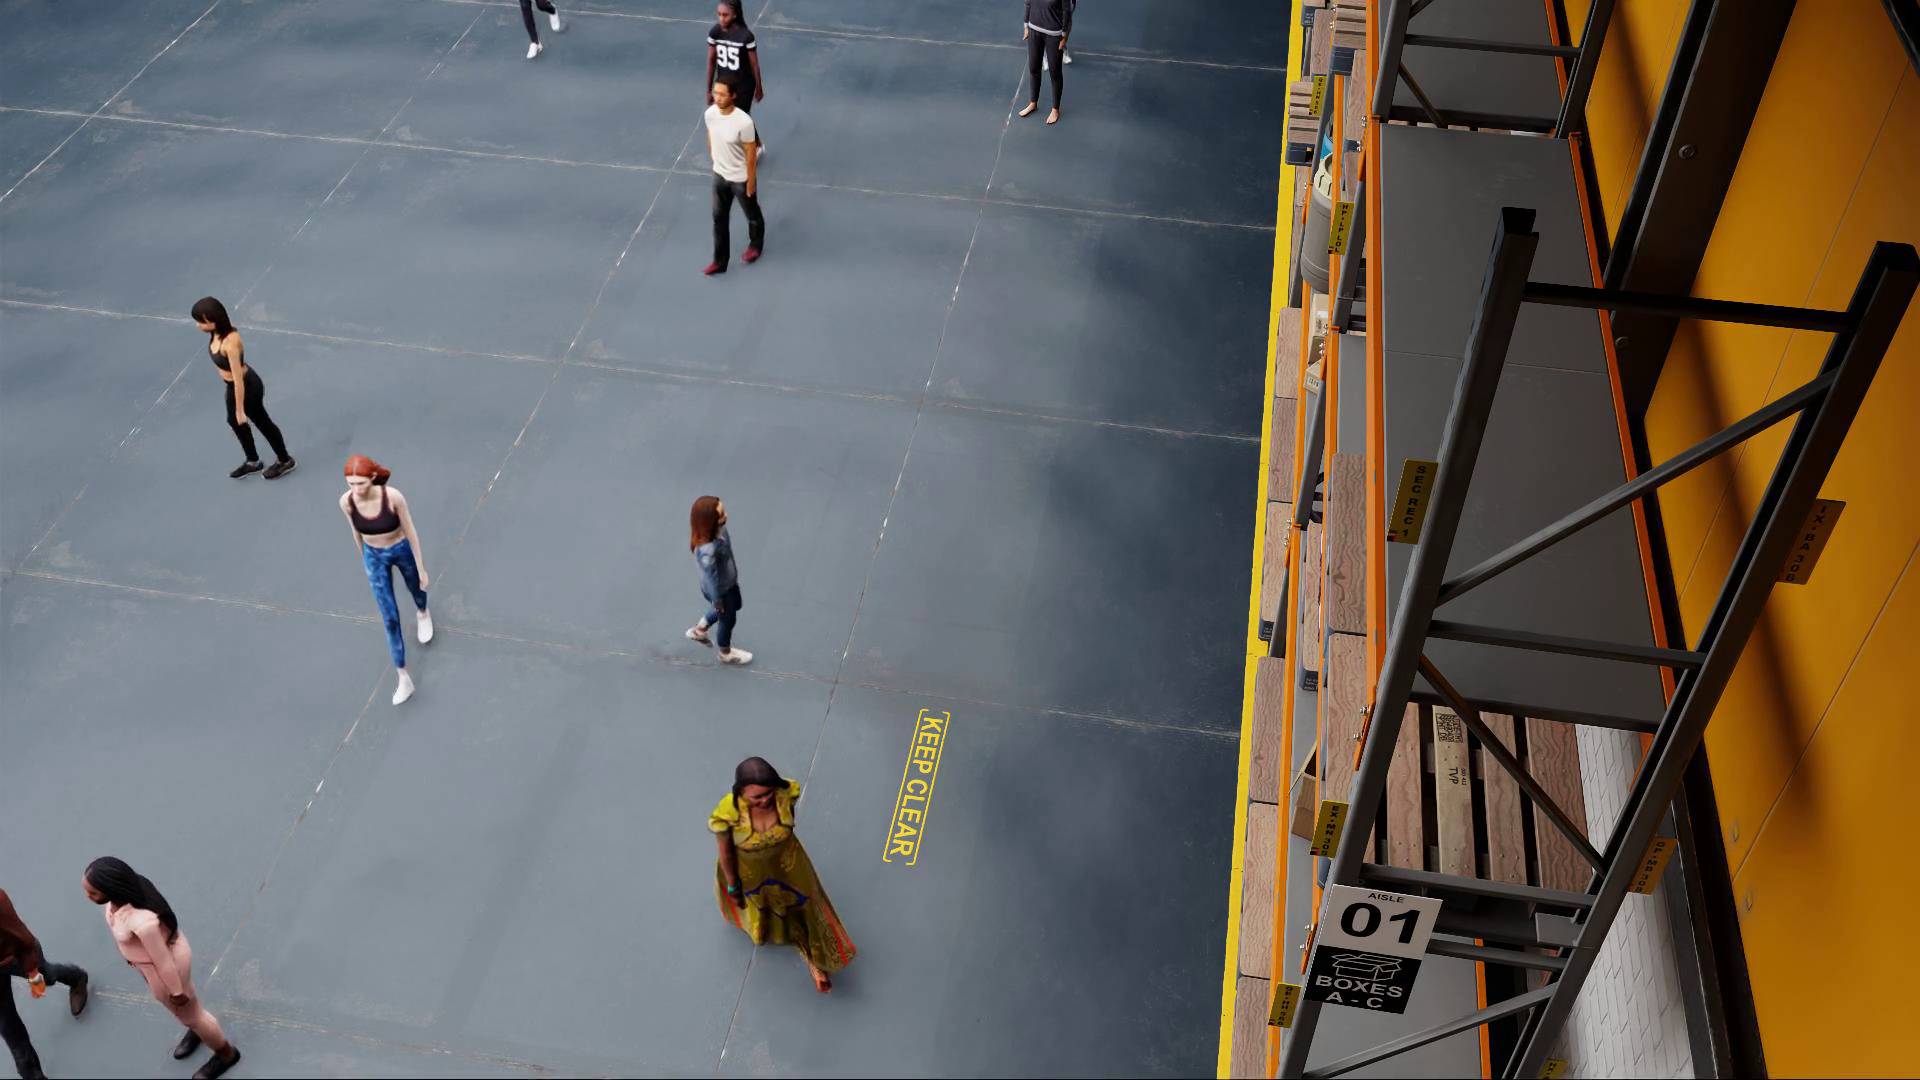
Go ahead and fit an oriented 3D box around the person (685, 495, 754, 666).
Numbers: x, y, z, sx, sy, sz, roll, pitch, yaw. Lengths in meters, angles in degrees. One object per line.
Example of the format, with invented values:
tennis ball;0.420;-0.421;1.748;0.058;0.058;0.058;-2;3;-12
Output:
person;-1.627;0.270;10.718;0.708;1.468;0.657;-2;44;-2

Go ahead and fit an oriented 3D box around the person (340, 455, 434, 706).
person;-3.624;0.098;10.710;0.841;1.738;1.219;-6;44;-6

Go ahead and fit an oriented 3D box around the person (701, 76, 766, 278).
person;-1.851;-3.135;14.069;0.832;1.786;1.036;19;47;19

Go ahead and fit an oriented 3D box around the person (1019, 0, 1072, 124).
person;0.827;-4.871;15.894;0.674;1.770;0.637;20;47;19

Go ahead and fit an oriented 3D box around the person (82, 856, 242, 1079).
person;-4.101;2.137;8.575;0.729;1.720;0.766;33;53;30

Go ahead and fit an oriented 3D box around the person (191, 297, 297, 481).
person;-5.118;-1.122;12.057;0.843;1.635;0.782;-27;50;-25

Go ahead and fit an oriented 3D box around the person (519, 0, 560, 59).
person;-4.367;-5.855;16.909;0.654;1.796;0.906;6;44;6

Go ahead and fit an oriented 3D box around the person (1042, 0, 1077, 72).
person;1.008;-5.681;16.689;0.795;1.848;0.794;-10;45;-11

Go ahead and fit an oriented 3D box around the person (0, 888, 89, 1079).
person;-4.915;2.094;8.608;0.940;1.736;1.219;-7;44;-7

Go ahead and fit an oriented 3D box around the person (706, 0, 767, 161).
person;-1.998;-4.164;15.213;0.795;1.687;1.177;16;46;16

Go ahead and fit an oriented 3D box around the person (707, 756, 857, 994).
person;-1.128;1.695;9.114;1.174;1.626;1.279;-19;47;-19
